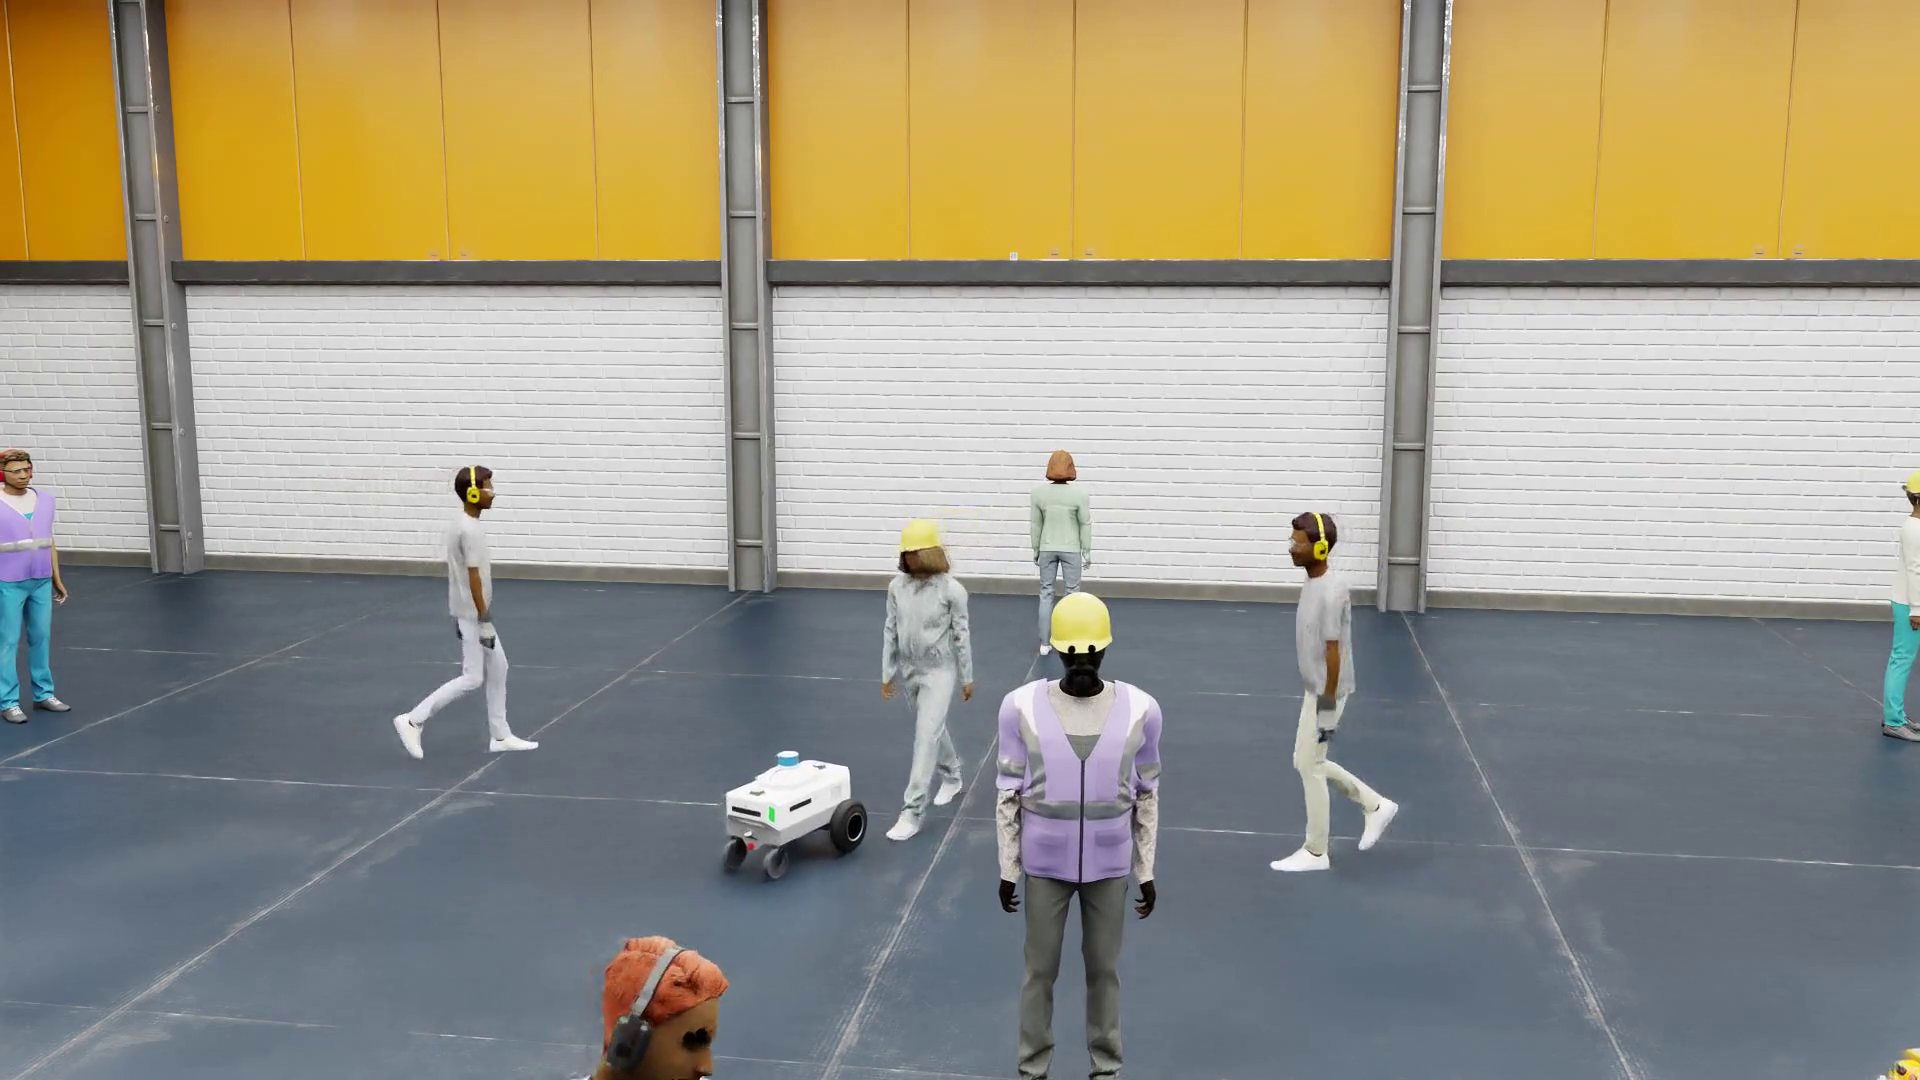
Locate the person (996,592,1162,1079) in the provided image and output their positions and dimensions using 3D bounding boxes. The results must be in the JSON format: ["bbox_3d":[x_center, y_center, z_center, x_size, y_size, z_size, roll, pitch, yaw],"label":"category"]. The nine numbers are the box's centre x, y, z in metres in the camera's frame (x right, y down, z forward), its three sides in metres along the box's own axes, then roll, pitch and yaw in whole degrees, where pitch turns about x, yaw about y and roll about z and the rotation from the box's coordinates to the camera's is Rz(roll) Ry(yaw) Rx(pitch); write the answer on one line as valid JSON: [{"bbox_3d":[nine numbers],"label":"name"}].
[{"bbox_3d":[0.418,1.130,5.879,0.585,1.927,0.366,0,9,-2],"label":"person"}]

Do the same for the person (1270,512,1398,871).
[{"bbox_3d":[1.901,0.768,8.368,0.579,1.856,0.525,0,9,-3],"label":"person"}]

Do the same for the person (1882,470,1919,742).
[{"bbox_3d":[6.204,0.411,10.796,0.308,1.772,0.525,5,11,29],"label":"person"}]

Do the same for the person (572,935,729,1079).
[{"bbox_3d":[-0.655,1.637,3.039,0.845,1.828,0.658,9,13,44],"label":"person"}]

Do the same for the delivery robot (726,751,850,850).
[{"bbox_3d":[-0.880,1.332,8.561,0.477,0.478,0.707,6,11,31],"label":"delivery robot"}]

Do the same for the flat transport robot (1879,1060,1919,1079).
[{"bbox_3d":[3.909,1.974,5.767,1.431,0.197,0.652,-1,9,-8],"label":"flat transport robot"}]

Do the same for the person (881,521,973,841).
[{"bbox_3d":[-0.170,0.718,9.140,0.482,1.695,0.924,6,11,32],"label":"person"}]

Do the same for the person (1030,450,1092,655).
[{"bbox_3d":[0.796,0.105,13.092,0.500,1.636,0.281,3,10,20],"label":"person"}]

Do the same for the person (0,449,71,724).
[{"bbox_3d":[-6.359,0.298,11.258,0.373,1.843,0.570,4,10,25],"label":"person"}]

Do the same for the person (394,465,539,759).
[{"bbox_3d":[-3.084,0.460,10.295,0.774,1.842,0.524,-2,9,-13],"label":"person"}]
